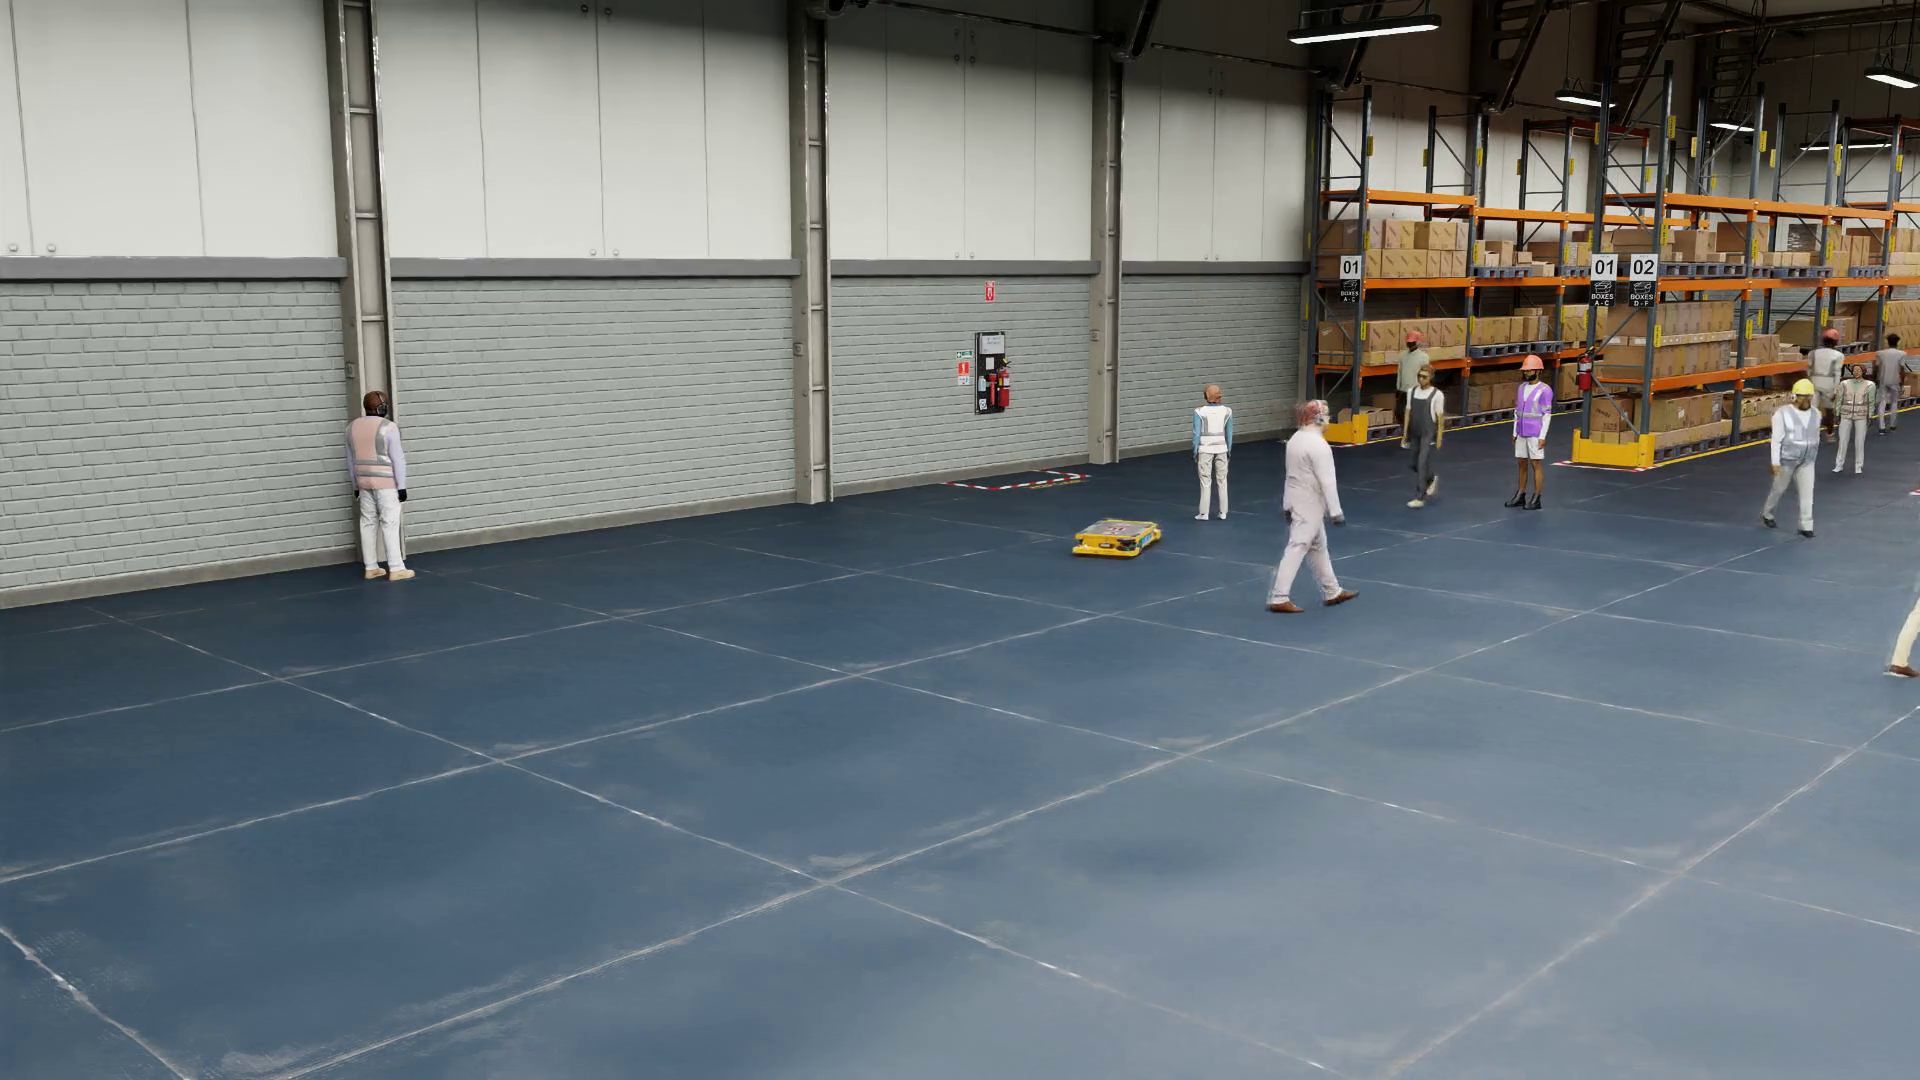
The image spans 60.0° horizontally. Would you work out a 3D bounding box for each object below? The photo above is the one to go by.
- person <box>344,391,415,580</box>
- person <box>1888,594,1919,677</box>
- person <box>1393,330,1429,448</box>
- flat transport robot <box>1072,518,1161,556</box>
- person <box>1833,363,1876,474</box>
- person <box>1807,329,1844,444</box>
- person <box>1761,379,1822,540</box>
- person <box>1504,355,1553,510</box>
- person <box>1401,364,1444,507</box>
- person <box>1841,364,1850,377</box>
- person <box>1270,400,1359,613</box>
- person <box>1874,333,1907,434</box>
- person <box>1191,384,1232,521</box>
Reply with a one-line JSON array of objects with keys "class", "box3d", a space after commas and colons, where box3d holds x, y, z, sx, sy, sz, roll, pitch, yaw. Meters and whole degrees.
[{"class": "person", "box3d": [-5.637, -0.528, 16.174, 0.619, 1.845, 0.430, 3, 10, 20]}, {"class": "person", "box3d": [7.283, 0.250, 12.199, 0.862, 1.583, 0.538, -1, 9, -7]}, {"class": "person", "box3d": [7.544, -2.513, 27.845, 0.436, 1.979, 0.649, -8, 12, -39]}, {"class": "flat transport robot", "box3d": [1.706, -0.038, 17.966, 0.652, 0.197, 1.431, 3, 10, 18]}, {"class": "person", "box3d": [13.186, -1.797, 24.527, 0.511, 1.640, 0.308, 7, 12, 36]}, {"class": "person", "box3d": [14.693, -2.593, 28.348, 1.038, 1.997, 0.615, -9, 13, -43]}, {"class": "person", "box3d": [9.452, -0.941, 18.877, 0.594, 1.800, 0.925, 0, 9, -2]}, {"class": "person", "box3d": [7.143, -1.343, 20.881, 0.402, 1.936, 0.548, -5, 10, -27]}, {"class": "person", "box3d": [5.942, -1.341, 21.192, 0.691, 1.825, 0.524, -8, 12, -40]}, {"class": "person", "box3d": [19.640, -4.028, 37.284, 0.597, 1.916, 0.382, 7, 12, 38]}, {"class": "person", "box3d": [3.160, -0.289, 14.618, 0.962, 1.868, 0.639, -1, 9, -8]}, {"class": "person", "box3d": [17.006, -2.856, 30.412, 0.556, 1.821, 0.946, 7, 12, 37]}, {"class": "person", "box3d": [3.017, -1.041, 19.915, 0.517, 1.639, 0.313, -2, 10, -14]}]
